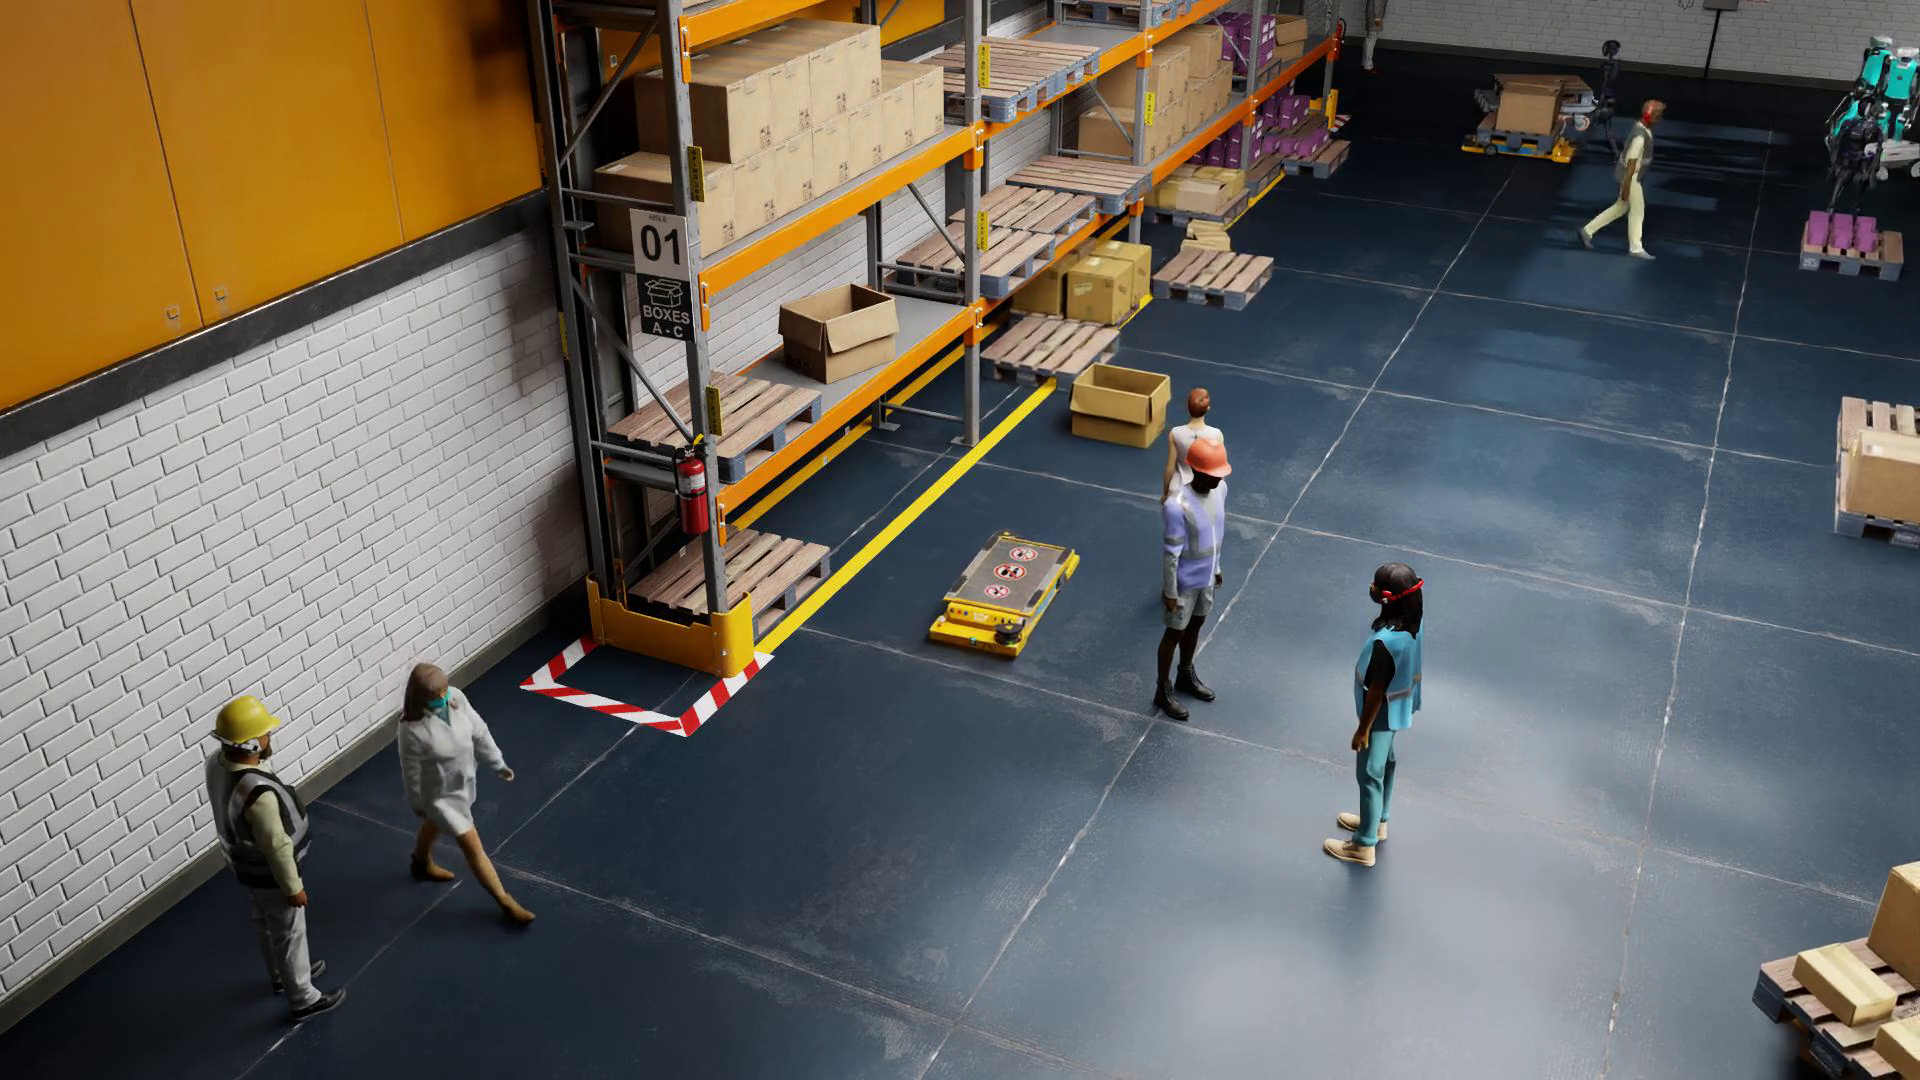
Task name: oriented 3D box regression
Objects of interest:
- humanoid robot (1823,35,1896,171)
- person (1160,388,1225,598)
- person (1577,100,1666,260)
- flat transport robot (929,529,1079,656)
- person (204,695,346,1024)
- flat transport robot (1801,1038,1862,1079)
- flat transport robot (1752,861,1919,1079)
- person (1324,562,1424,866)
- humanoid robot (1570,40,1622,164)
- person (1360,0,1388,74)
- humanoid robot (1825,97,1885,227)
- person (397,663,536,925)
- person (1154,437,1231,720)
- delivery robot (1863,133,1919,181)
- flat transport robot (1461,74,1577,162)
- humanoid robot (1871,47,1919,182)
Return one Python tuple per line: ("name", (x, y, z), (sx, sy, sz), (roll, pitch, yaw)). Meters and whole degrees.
("humanoid robot", (11.573, -5.637, 21.637), (0.712, 1.789, 0.541), (-3, 28, -5))
("person", (1.652, -0.303, 11.821), (0.452, 1.661, 0.284), (4, 29, 7))
("person", (7.485, -4.046, 18.613), (0.836, 1.809, 0.609), (11, 30, 19))
("flat transport robot", (0.342, 0.363, 12.056), (0.659, 0.231, 1.431), (10, 30, 19))
("person", (-3.390, 1.568, 8.187), (0.403, 1.825, 0.589), (-24, 36, -37))
("flat transport robot", (4.793, 2.673, 7.773), (0.659, 0.231, 1.431), (-17, 33, -29))
("flat transport robot", (4.678, 2.561, 7.979), (0.659, 0.231, 1.431), (-9, 29, -15))
("person", (2.344, 0.970, 9.260), (0.395, 1.862, 0.507), (16, 32, 26))
("humanoid robot", (8.542, -5.797, 22.046), (0.797, 1.621, 0.611), (14, 31, 23))
("person", (6.708, -8.471, 26.791), (0.365, 1.832, 0.512), (3, 29, 6))
("humanoid robot", (10.376, -4.308, 19.285), (0.787, 1.629, 0.595), (-20, 34, -33))
("person", (-2.735, 1.306, 8.893), (0.924, 1.601, 0.476), (10, 30, 18))
("person", (1.501, 0.226, 10.553), (0.374, 1.935, 0.547), (25, 37, 38))
("delivery robot", (12.204, -4.995, 21.709), (0.785, 0.614, 0.523), (-7, 29, -12))
("flat transport robot", (7.651, -5.404, 22.749), (1.431, 0.231, 0.659), (13, 31, 22))
("humanoid robot", (12.030, -5.440, 21.323), (0.543, 1.811, 0.834), (25, 37, 38))
